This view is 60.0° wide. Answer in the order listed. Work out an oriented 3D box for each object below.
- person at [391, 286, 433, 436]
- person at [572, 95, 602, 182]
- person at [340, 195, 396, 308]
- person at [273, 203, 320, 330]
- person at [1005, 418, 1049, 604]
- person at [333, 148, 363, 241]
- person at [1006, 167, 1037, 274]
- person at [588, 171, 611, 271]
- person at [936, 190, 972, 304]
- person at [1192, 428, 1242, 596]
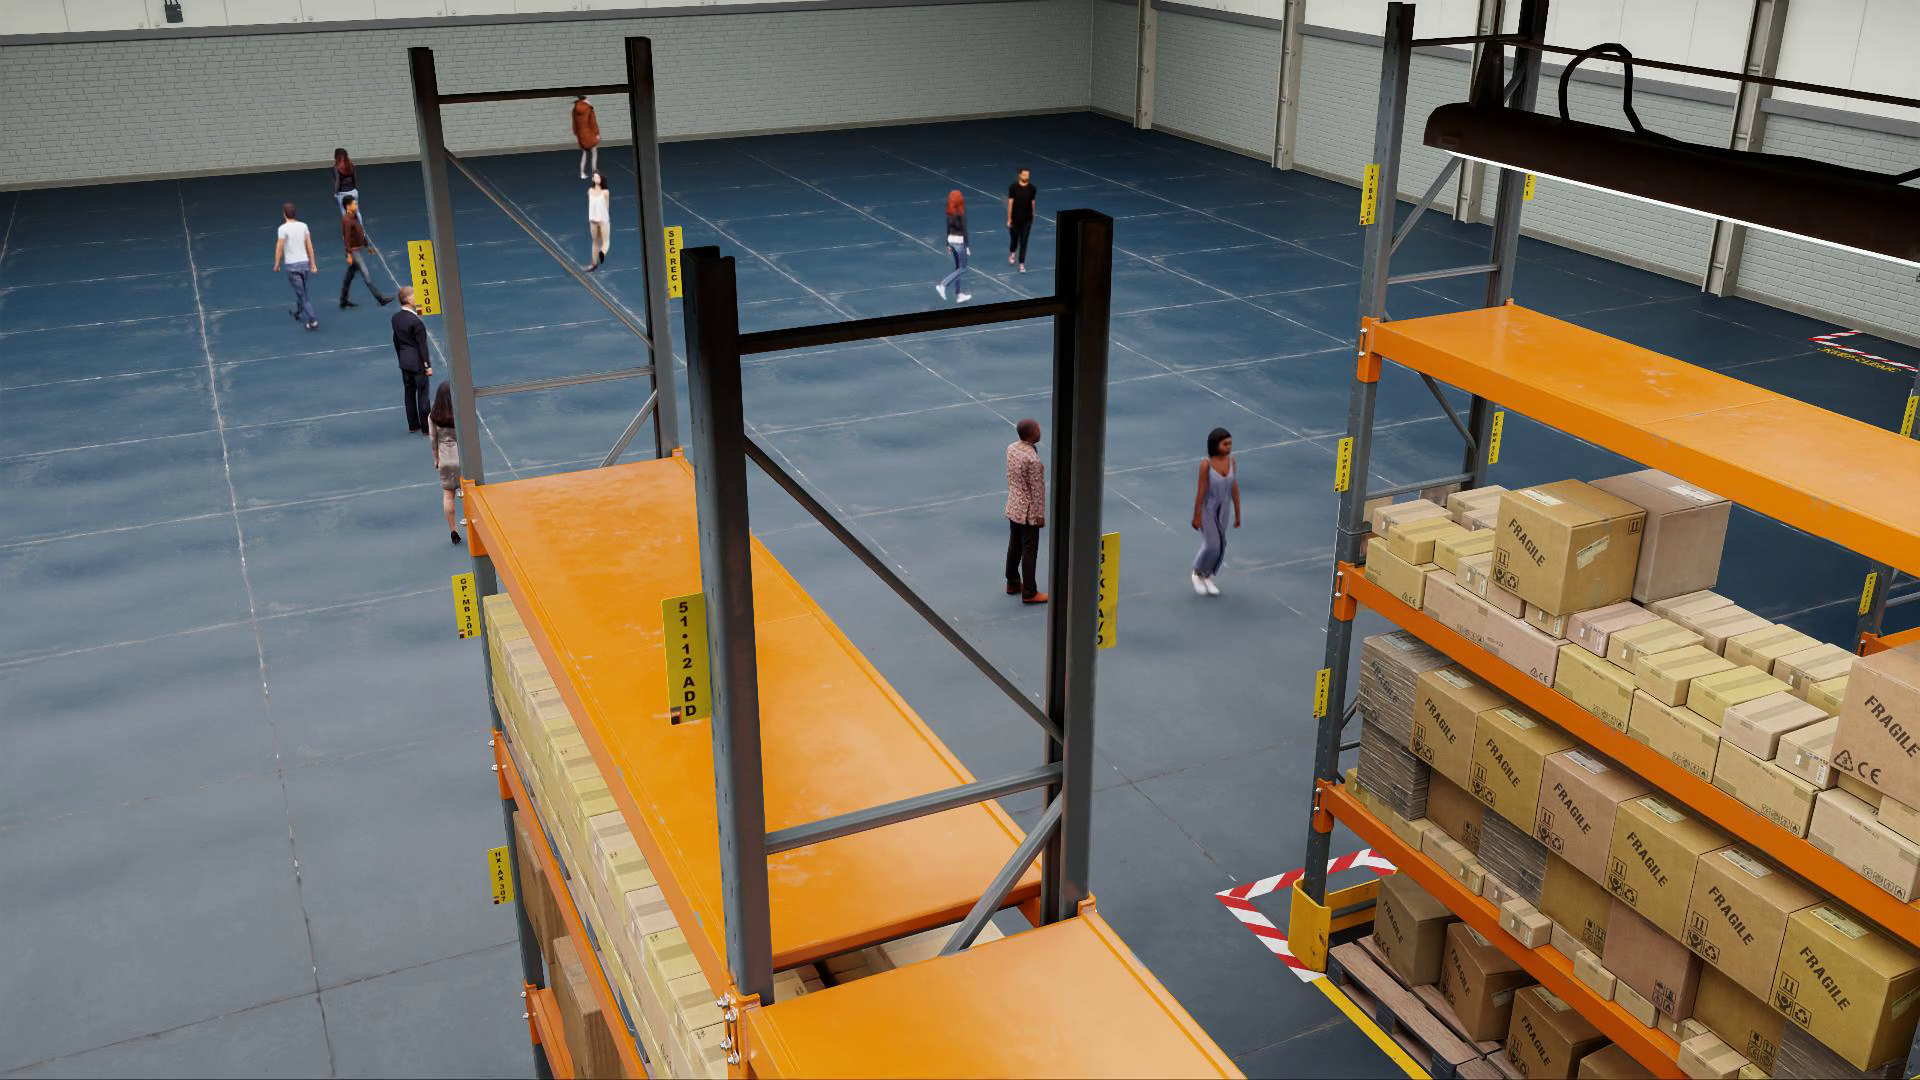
[{"bbox_3d":[-6.641,-2.188,20.234,0.714,1.815,0.834,15,27,31],"label":"person"},{"bbox_3d":[-7.864,-8.472,34.987,0.878,1.834,0.946,10,25,23],"label":"person"},{"bbox_3d":[-9.374,-4.379,25.494,0.943,1.730,1.115,-4,23,-9],"label":"person"},{"bbox_3d":[-9.685,-3.992,24.457,1.197,1.829,0.993,15,27,32],"label":"person"},{"bbox_3d":[0.616,-0.294,15.787,0.750,1.808,0.544,-13,26,-27],"label":"person"},{"bbox_3d":[-11.075,-6.257,30.034,0.751,1.633,0.735,13,26,28],"label":"person"},{"bbox_3d":[1.001,-5.369,27.811,0.807,1.737,0.989,-3,23,-6],"label":"person"},{"bbox_3d":[-6.081,-5.309,27.783,0.839,1.650,0.922,1,23,1],"label":"person"},{"bbox_3d":[-0.094,-4.507,25.737,0.795,1.776,0.957,-18,29,-35],"label":"person"},{"bbox_3d":[2.377,-0.289,15.936,0.619,1.683,0.658,-12,26,-25],"label":"person"}]
